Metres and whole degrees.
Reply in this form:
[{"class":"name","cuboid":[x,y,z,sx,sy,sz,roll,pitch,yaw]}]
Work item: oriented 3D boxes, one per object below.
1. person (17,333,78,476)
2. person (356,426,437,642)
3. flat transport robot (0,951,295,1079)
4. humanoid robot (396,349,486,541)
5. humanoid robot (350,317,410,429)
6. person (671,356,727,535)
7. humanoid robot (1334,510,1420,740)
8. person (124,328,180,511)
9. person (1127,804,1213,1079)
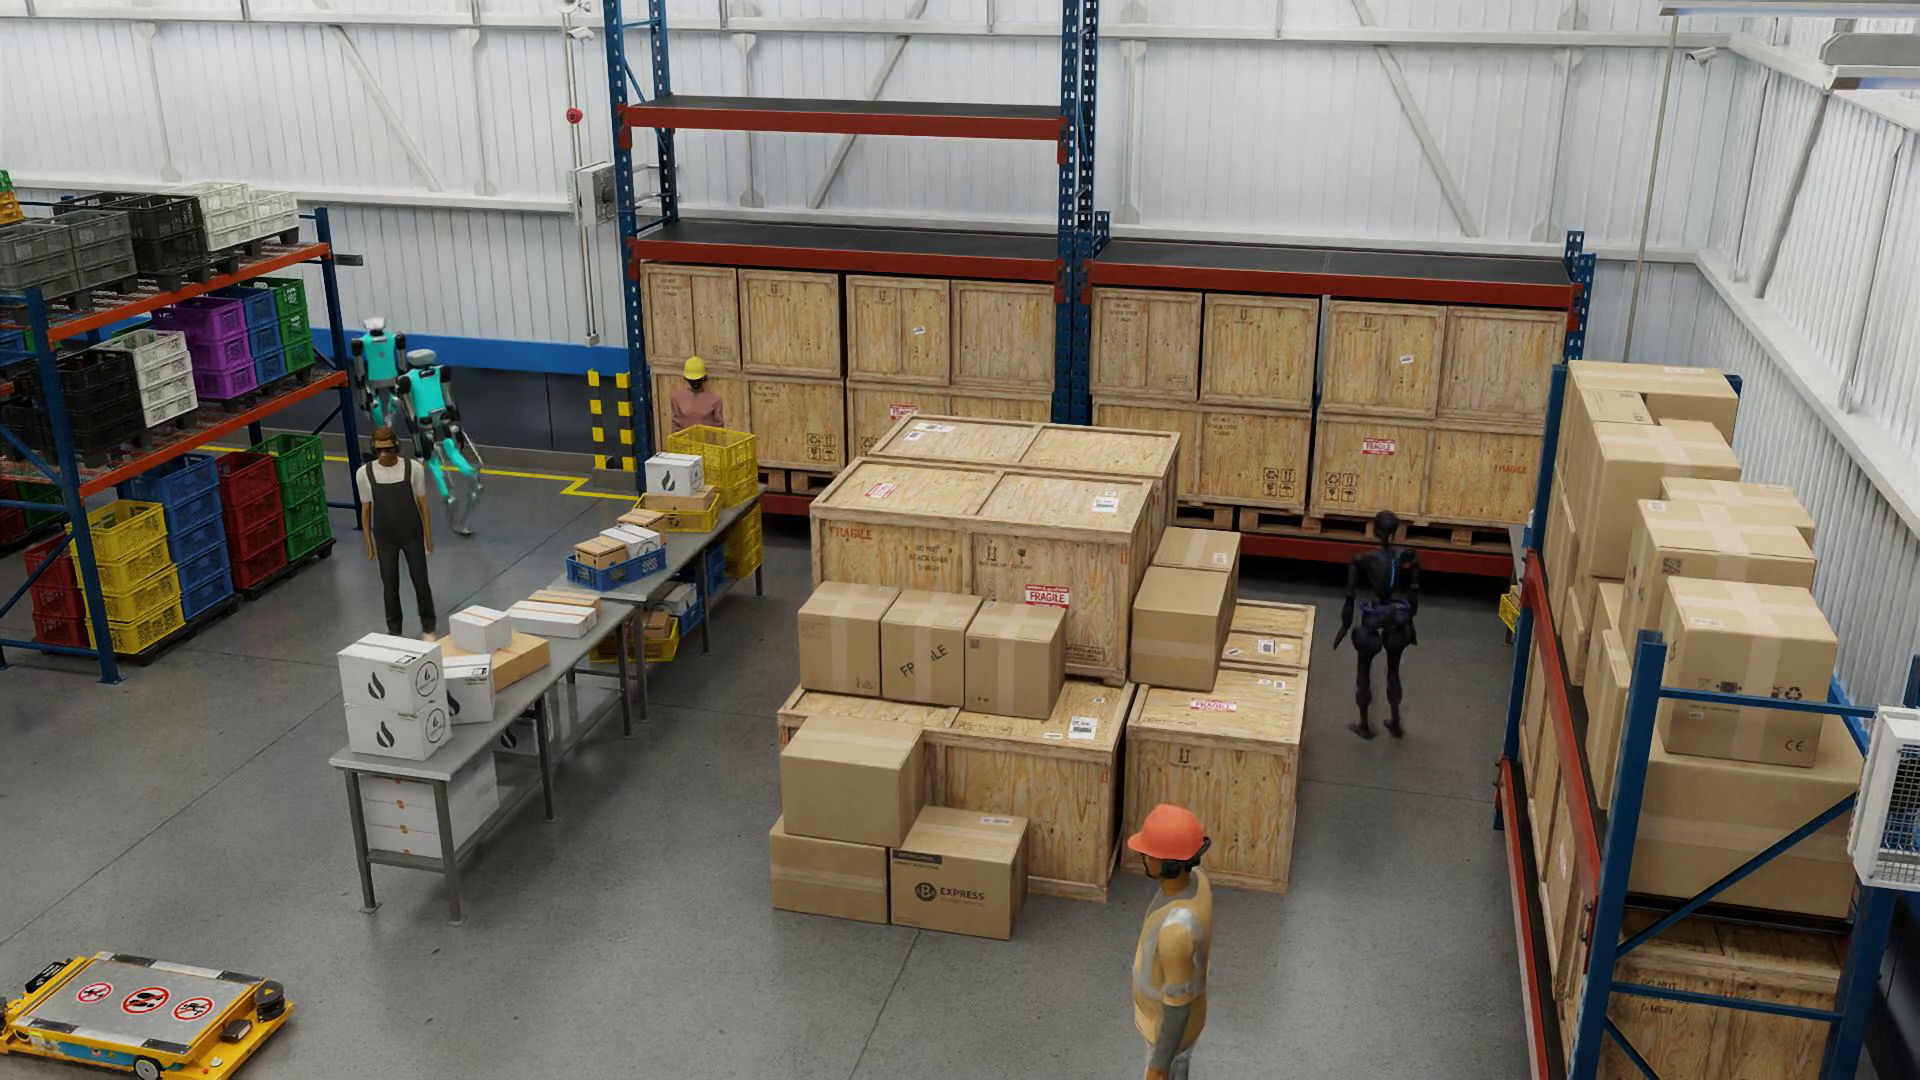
[{"class":"person","cuboid":[-9.251,-1.511,16.675,0.560,1.924,0.464,14,25,32]},{"class":"person","cuboid":[-4.354,-0.015,12.895,0.508,1.839,0.334,-6,22,-16]},{"class":"flat transport robot","cuboid":[-4.270,2.464,8.601,1.431,0.231,0.659,5,22,13]},{"class":"humanoid robot","cuboid":[-4.656,-0.779,15.172,0.767,1.871,0.541,16,26,36]},{"class":"humanoid robot","cuboid":[-5.853,-1.453,16.833,0.540,1.732,1.047,-11,23,-26]},{"class":"person","cuboid":[-2.358,-0.816,15.097,0.524,1.760,0.336,4,21,9]},{"class":"humanoid robot","cuboid":[2.910,0.576,11.546,0.590,1.657,0.325,-5,21,-13]},{"class":"person","cuboid":[-7.283,-0.947,15.044,0.393,2.038,0.613,4,21,11]},{"class":"person","cuboid":[0.876,2.056,7.184,0.370,2.042,0.613,4,21,10]}]
